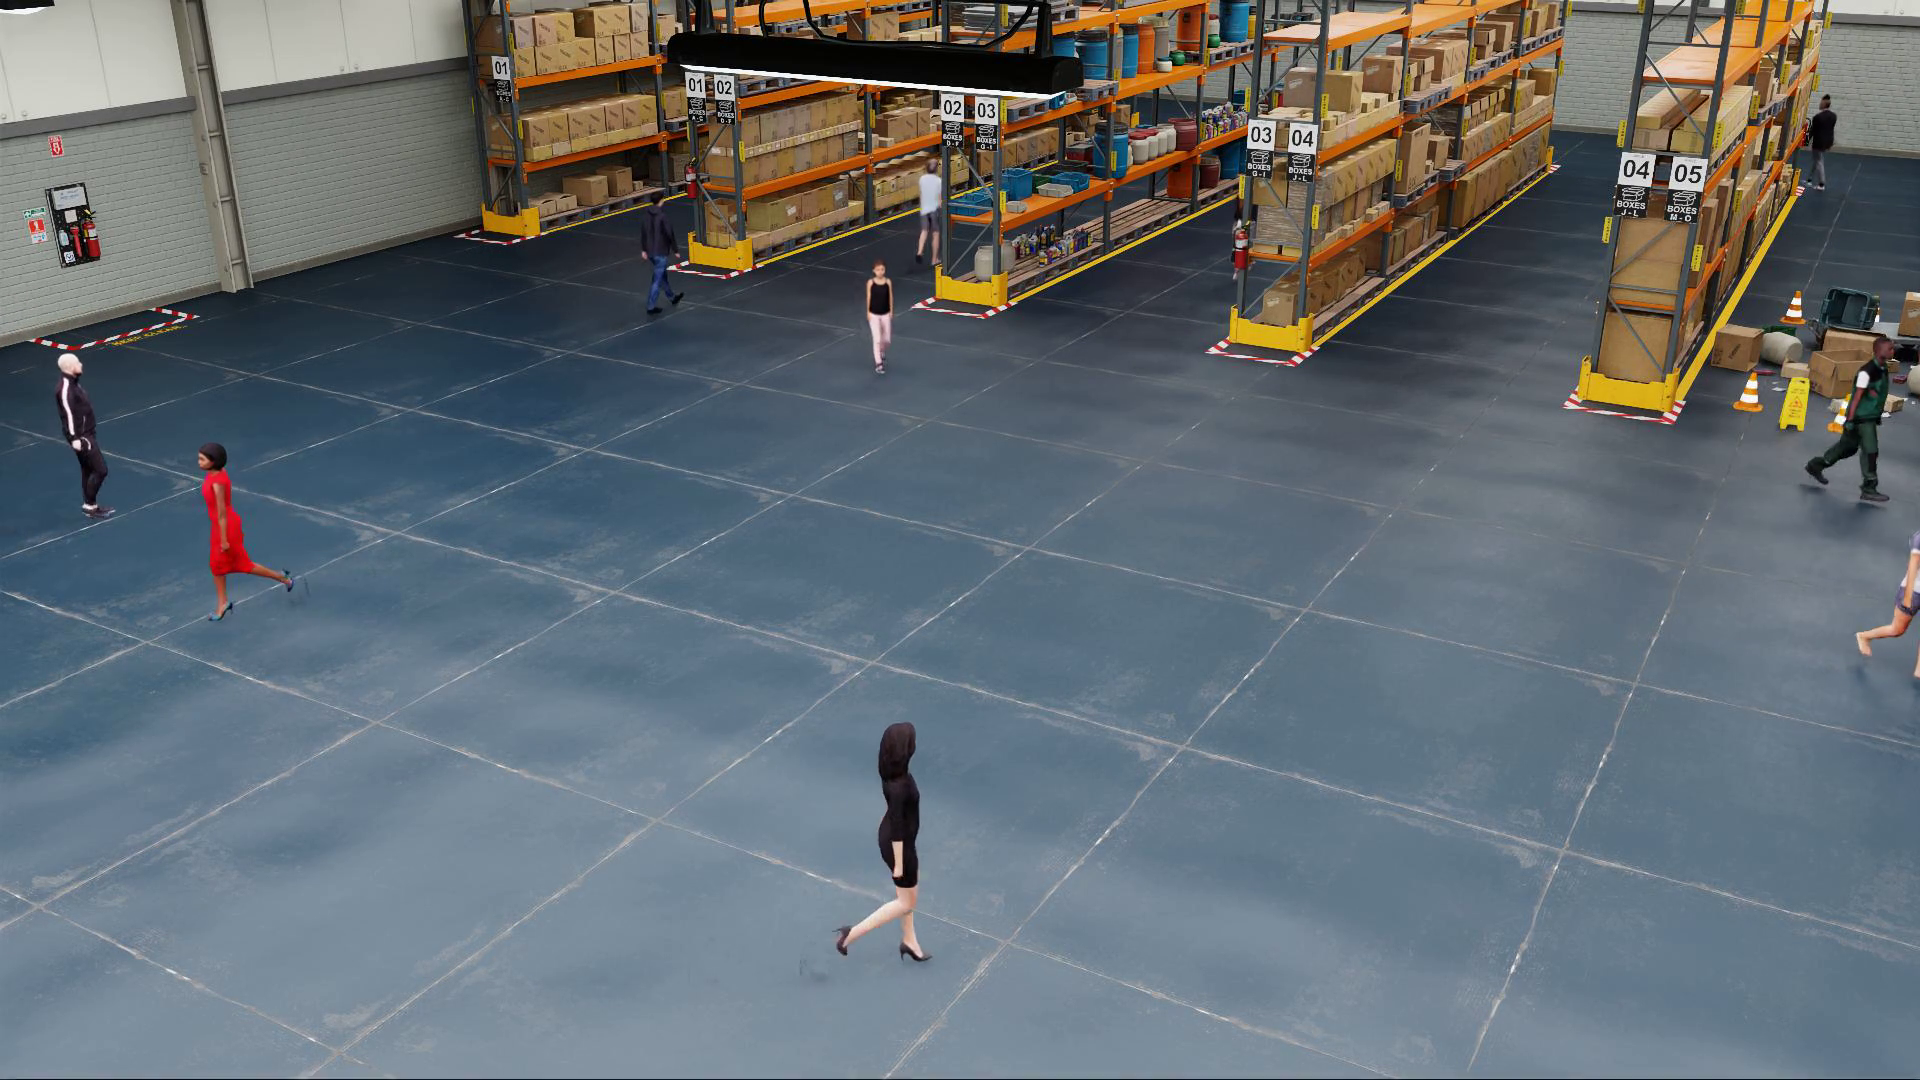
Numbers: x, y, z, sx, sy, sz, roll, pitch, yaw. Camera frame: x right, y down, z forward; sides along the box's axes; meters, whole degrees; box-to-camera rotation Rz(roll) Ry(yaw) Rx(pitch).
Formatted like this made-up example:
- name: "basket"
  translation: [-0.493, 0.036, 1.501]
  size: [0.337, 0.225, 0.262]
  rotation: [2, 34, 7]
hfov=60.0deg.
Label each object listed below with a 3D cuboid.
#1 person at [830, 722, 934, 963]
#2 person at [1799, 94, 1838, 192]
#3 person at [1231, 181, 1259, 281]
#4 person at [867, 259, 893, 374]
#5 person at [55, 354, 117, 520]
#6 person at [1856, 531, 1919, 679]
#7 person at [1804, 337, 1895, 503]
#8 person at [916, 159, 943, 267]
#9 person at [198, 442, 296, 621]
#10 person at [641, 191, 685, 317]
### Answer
- name: "person"
  translation: [-0.464, 1.977, 10.561]
  size: [0.967, 1.788, 0.942]
  rotation: [-4, 23, -9]
- name: "person"
  translation: [17.768, -8.139, 34.171]
  size: [1.079, 1.927, 1.126]
  rotation: [-6, 24, -15]
- name: "person"
  translation: [4.668, -5.089, 27.336]
  size: [0.740, 1.663, 1.143]
  rotation: [18, 29, 36]
- name: "person"
  translation: [-1.119, -3.084, 22.765]
  size: [0.838, 1.549, 0.898]
  rotation: [-6, 24, -14]
- name: "person"
  translation: [-9.439, -1.073, 17.688]
  size: [0.843, 1.821, 0.810]
  rotation: [-8, 24, -19]
- name: "person"
  translation: [8.271, 0.422, 14.457]
  size: [0.989, 1.600, 0.987]
  rotation: [-10, 25, -22]
- name: "person"
  translation: [9.895, -1.362, 18.397]
  size: [1.224, 1.799, 1.005]
  rotation: [-20, 30, -39]
- name: "person"
  translation: [-0.532, -5.525, 28.157]
  size: [0.697, 1.822, 0.857]
  rotation: [11, 25, 24]
- name: "person"
  translation: [-6.737, -0.085, 15.501]
  size: [1.132, 1.715, 0.884]
  rotation: [-15, 27, -31]
- name: "person"
  translation: [-4.661, -4.327, 25.312]
  size: [0.780, 1.844, 1.146]
  rotation: [16, 28, 34]
